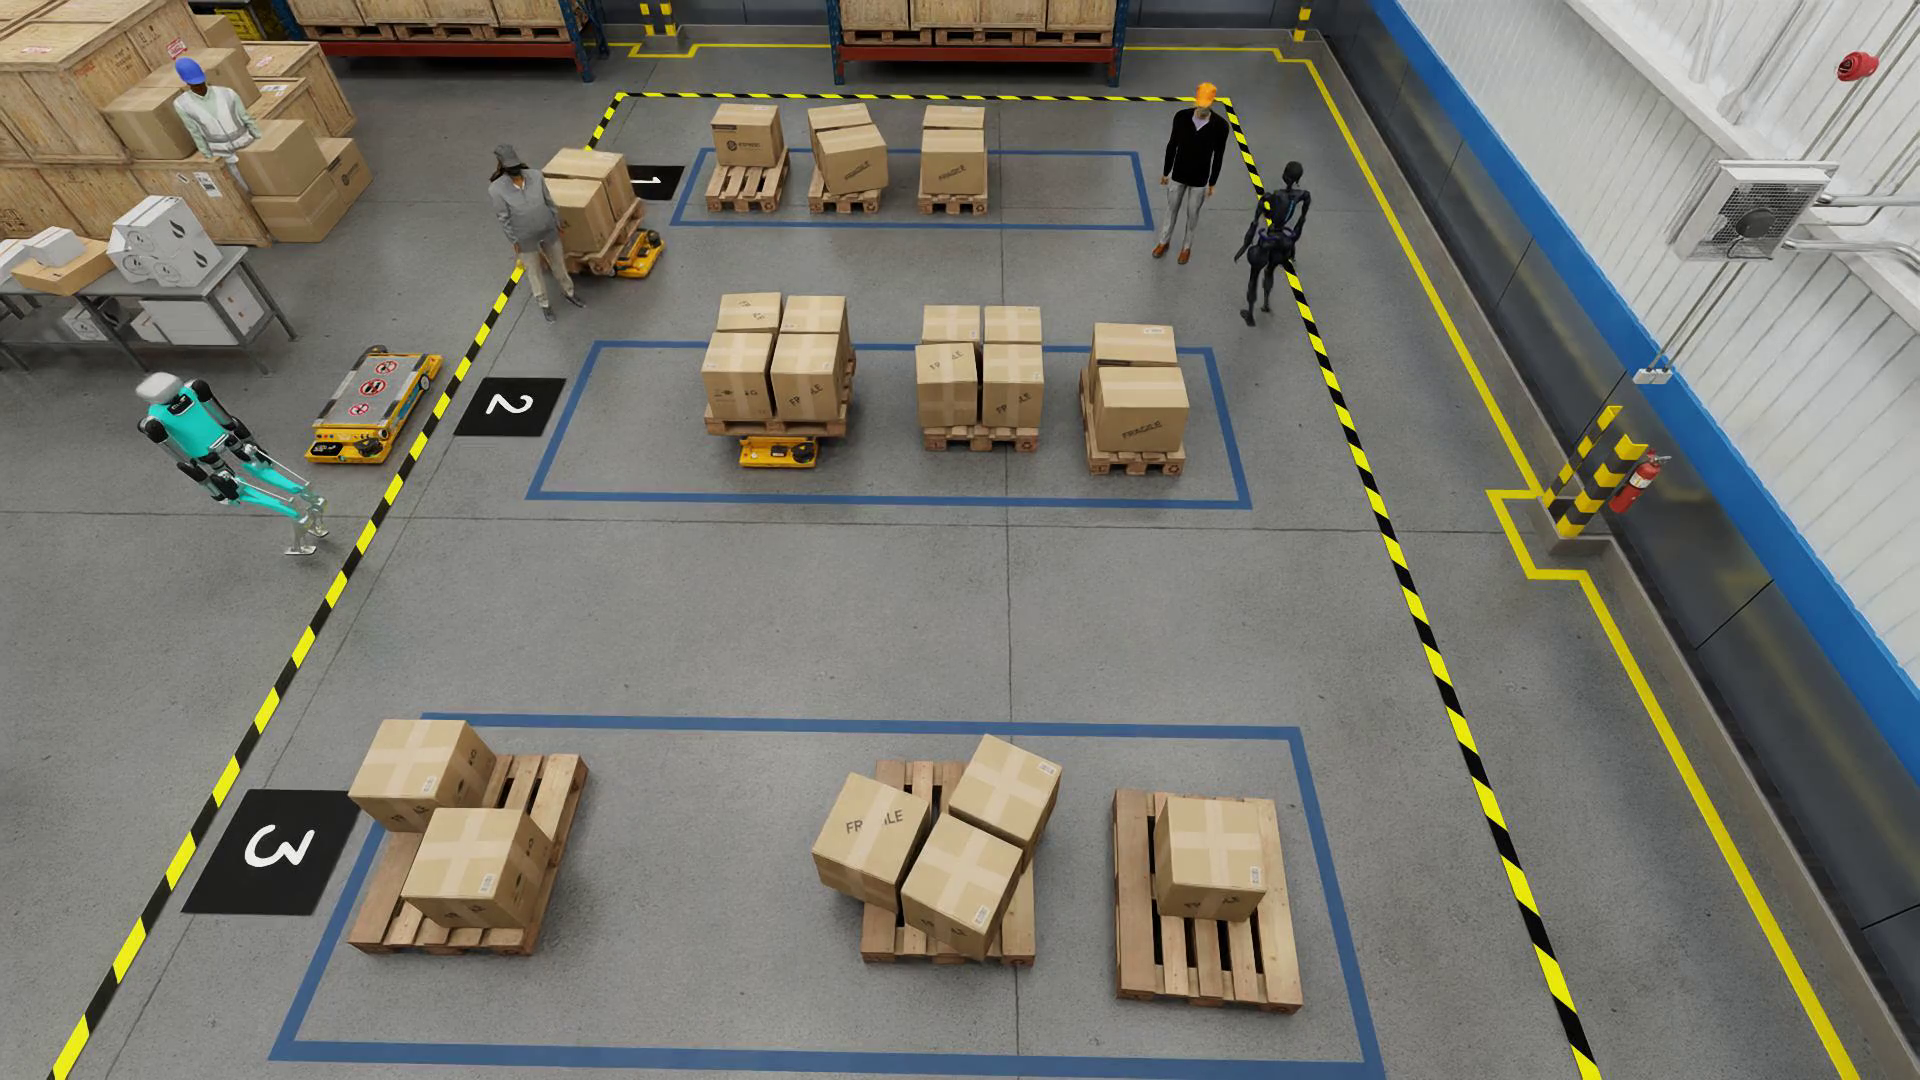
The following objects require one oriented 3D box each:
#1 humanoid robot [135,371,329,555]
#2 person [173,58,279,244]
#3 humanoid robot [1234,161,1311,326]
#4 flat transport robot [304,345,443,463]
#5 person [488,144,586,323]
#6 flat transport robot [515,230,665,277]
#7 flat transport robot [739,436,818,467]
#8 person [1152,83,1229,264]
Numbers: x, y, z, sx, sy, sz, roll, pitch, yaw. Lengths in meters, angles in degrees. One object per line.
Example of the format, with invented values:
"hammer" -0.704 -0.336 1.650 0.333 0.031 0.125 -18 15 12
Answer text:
"humanoid robot" -5.176 -0.495 6.737 0.735 1.675 0.533 10 50 8
"person" -7.693 -4.127 9.767 0.602 1.939 0.412 -32 57 -24
"humanoid robot" 2.990 -2.847 8.854 0.608 1.651 0.340 -8 50 -7
"flat transport robot" -5.383 -1.269 8.441 0.659 0.231 1.431 1 50 1
"person" -4.139 -2.994 8.915 0.562 1.769 0.392 -37 59 -27
"flat transport robot" -4.053 -3.186 10.045 1.431 0.197 0.652 5 50 4
"flat transport robot" -1.582 -1.235 8.394 0.652 0.197 1.431 1 50 1
"person" 2.377 -3.771 9.500 0.591 1.882 0.373 22 53 17
